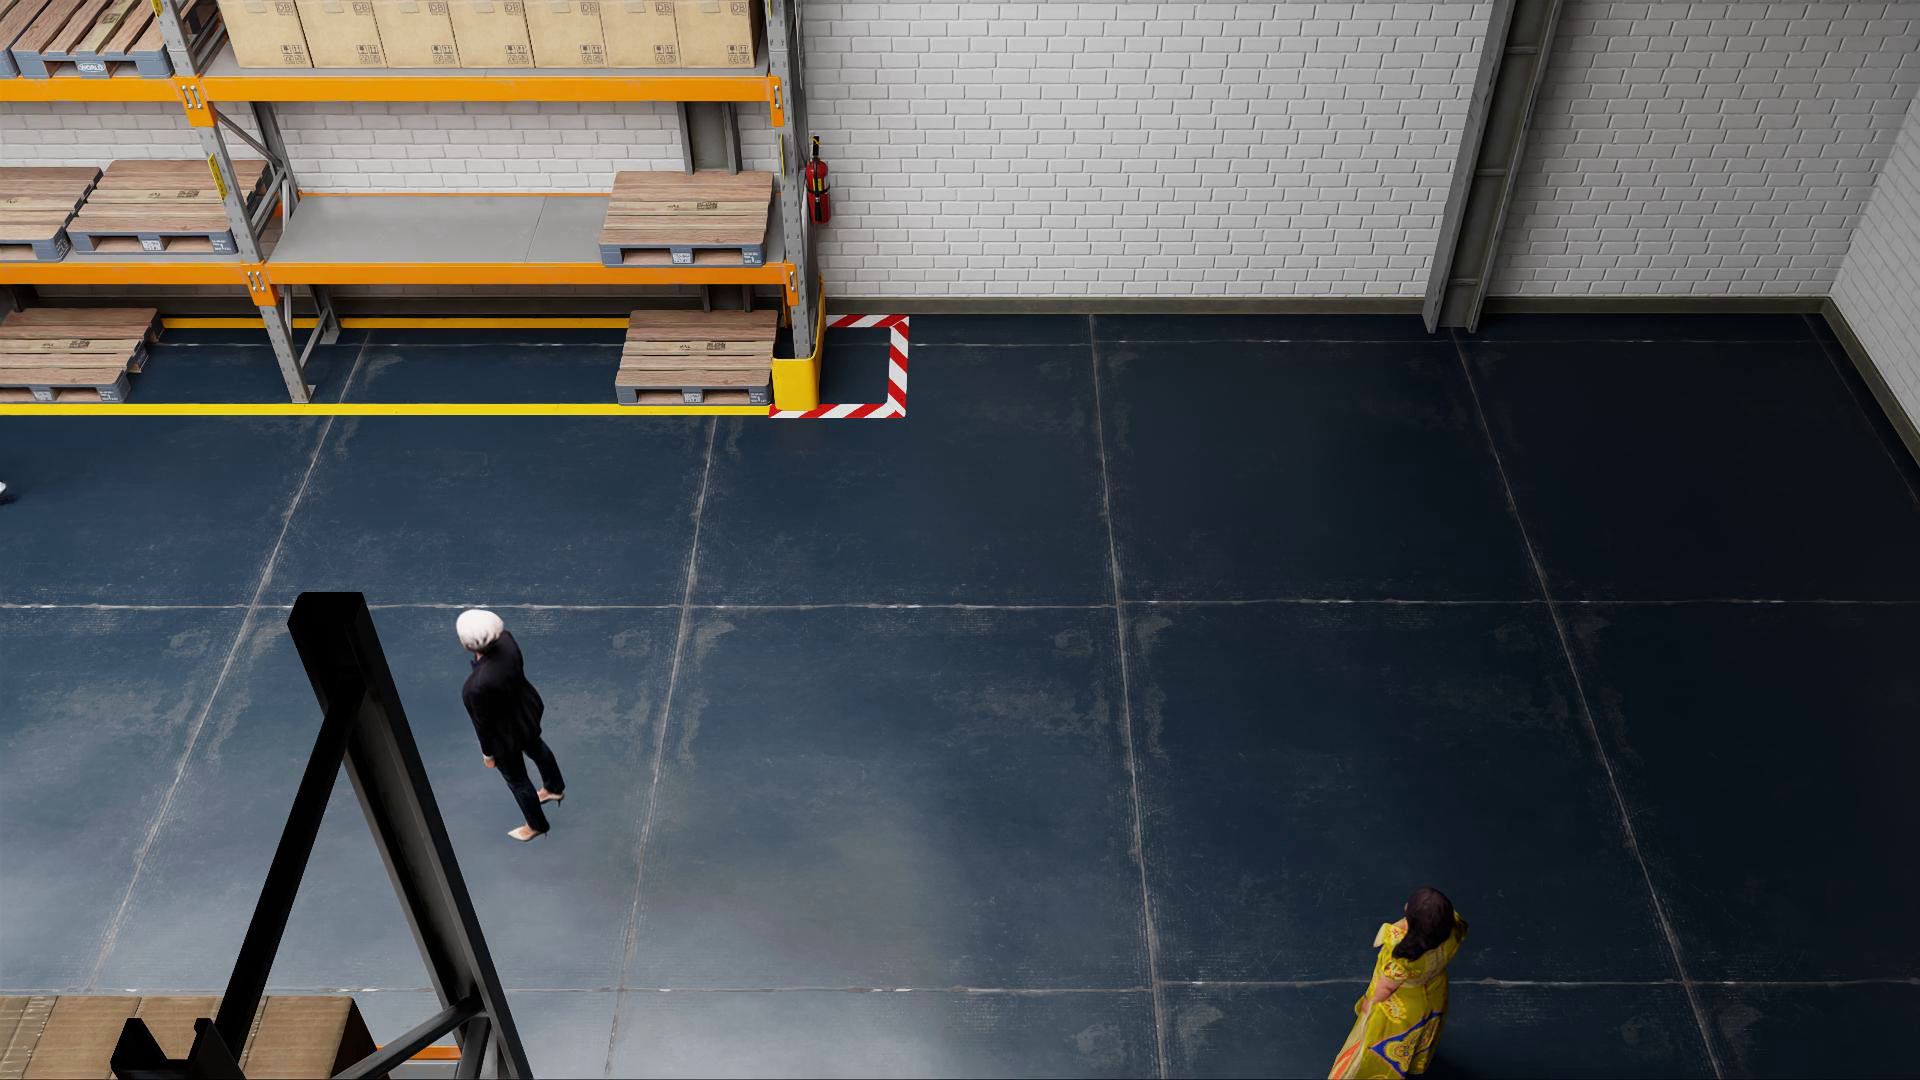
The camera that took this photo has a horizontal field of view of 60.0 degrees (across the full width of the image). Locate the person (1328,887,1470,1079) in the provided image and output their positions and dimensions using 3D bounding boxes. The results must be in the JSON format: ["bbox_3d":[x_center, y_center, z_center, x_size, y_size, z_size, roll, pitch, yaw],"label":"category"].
[{"bbox_3d":[2.249,2.277,8.405,0.960,1.661,1.060,-25,49,-24],"label":"person"}]

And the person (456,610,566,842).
[{"bbox_3d":[-2.409,0.950,8.951,0.672,1.780,0.776,10,45,11],"label":"person"}]
